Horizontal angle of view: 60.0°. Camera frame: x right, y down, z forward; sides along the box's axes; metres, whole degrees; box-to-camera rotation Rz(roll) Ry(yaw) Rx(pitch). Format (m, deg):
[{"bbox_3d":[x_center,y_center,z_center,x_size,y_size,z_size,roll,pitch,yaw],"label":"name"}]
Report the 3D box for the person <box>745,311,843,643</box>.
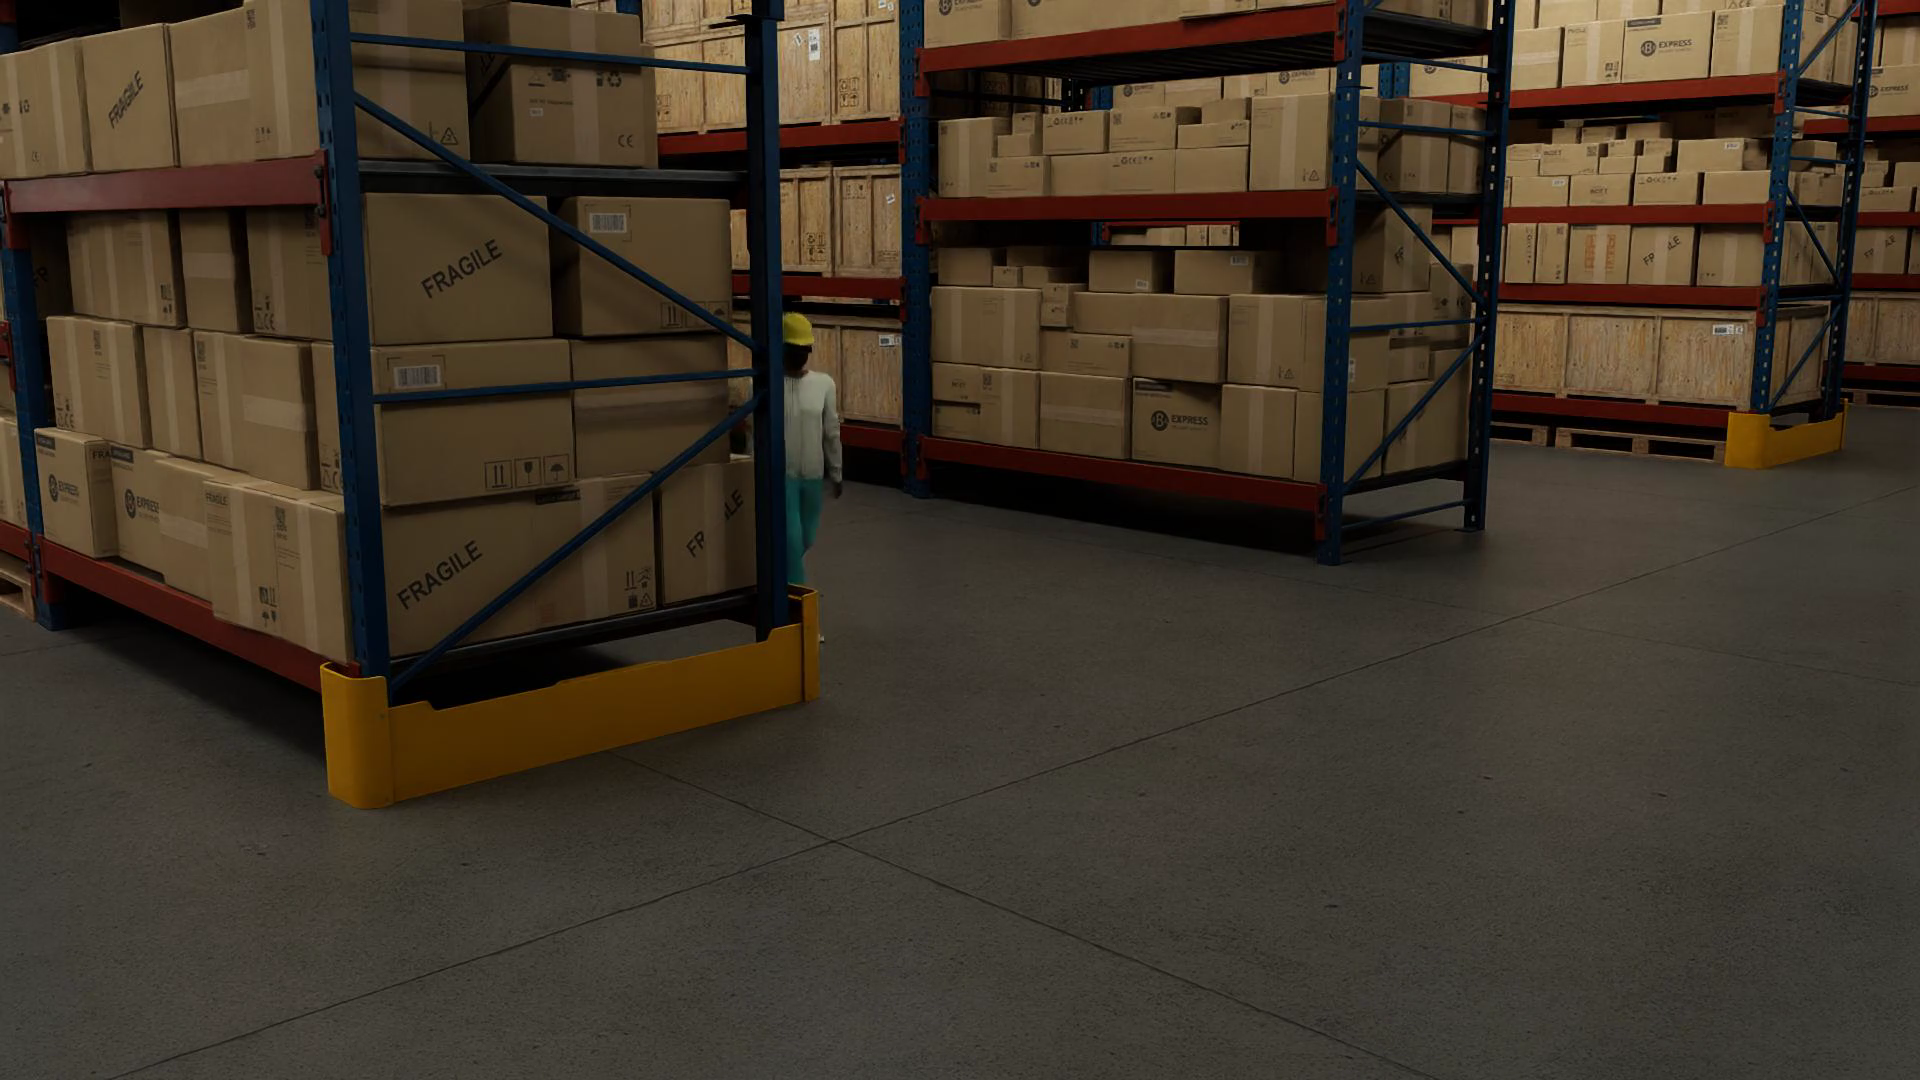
[{"bbox_3d":[-0.928,-0.365,8.961,0.538,1.745,0.788,-7,13,-34],"label":"person"}]
